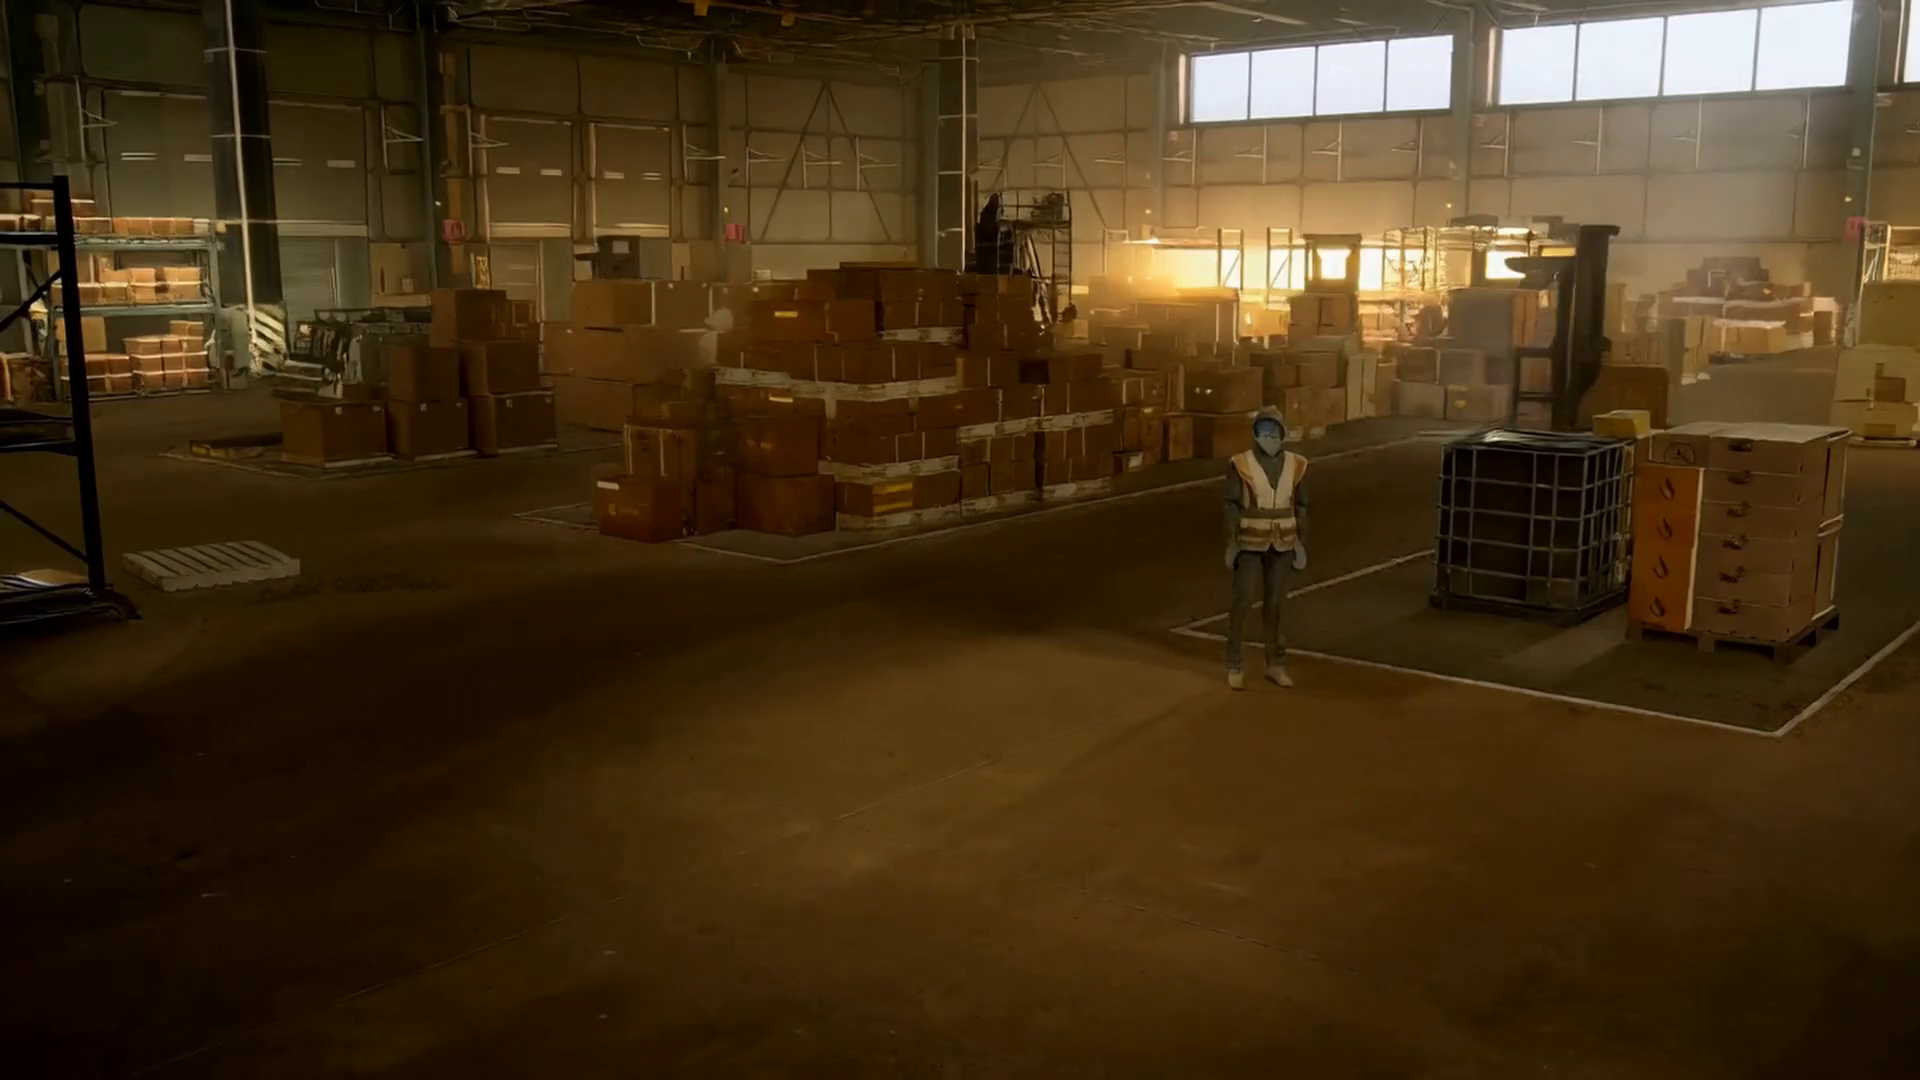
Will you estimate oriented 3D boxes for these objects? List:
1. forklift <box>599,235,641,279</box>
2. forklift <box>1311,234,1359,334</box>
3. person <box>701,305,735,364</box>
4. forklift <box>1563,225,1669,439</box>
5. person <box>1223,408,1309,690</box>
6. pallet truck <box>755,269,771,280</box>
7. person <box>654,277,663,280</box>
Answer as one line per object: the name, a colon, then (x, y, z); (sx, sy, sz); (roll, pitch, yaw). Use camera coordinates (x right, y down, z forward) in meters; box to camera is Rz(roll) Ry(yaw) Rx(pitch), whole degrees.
forklift: (-7.656, -5.502, 37.721); (1.873, 2.768, 1.129); (8, 13, 40)
forklift: (7.626, -4.865, 34.093); (1.129, 2.768, 1.873); (3, 10, 16)
person: (-2.582, -1.617, 18.339); (0.651, 1.915, 0.514); (8, 13, 37)
forklift: (7.927, -2.559, 20.961); (1.873, 2.768, 1.129); (3, 10, 16)
person: (1.770, 0.050, 9.649); (0.515, 1.636, 0.314); (-1, 10, -8)
pallet truck: (-4.996, -6.432, 45.525); (1.885, 1.965, 0.823); (-6, 12, -32)
person: (-6.510, -4.725, 36.012); (0.639, 1.928, 0.369); (-5, 11, -24)
